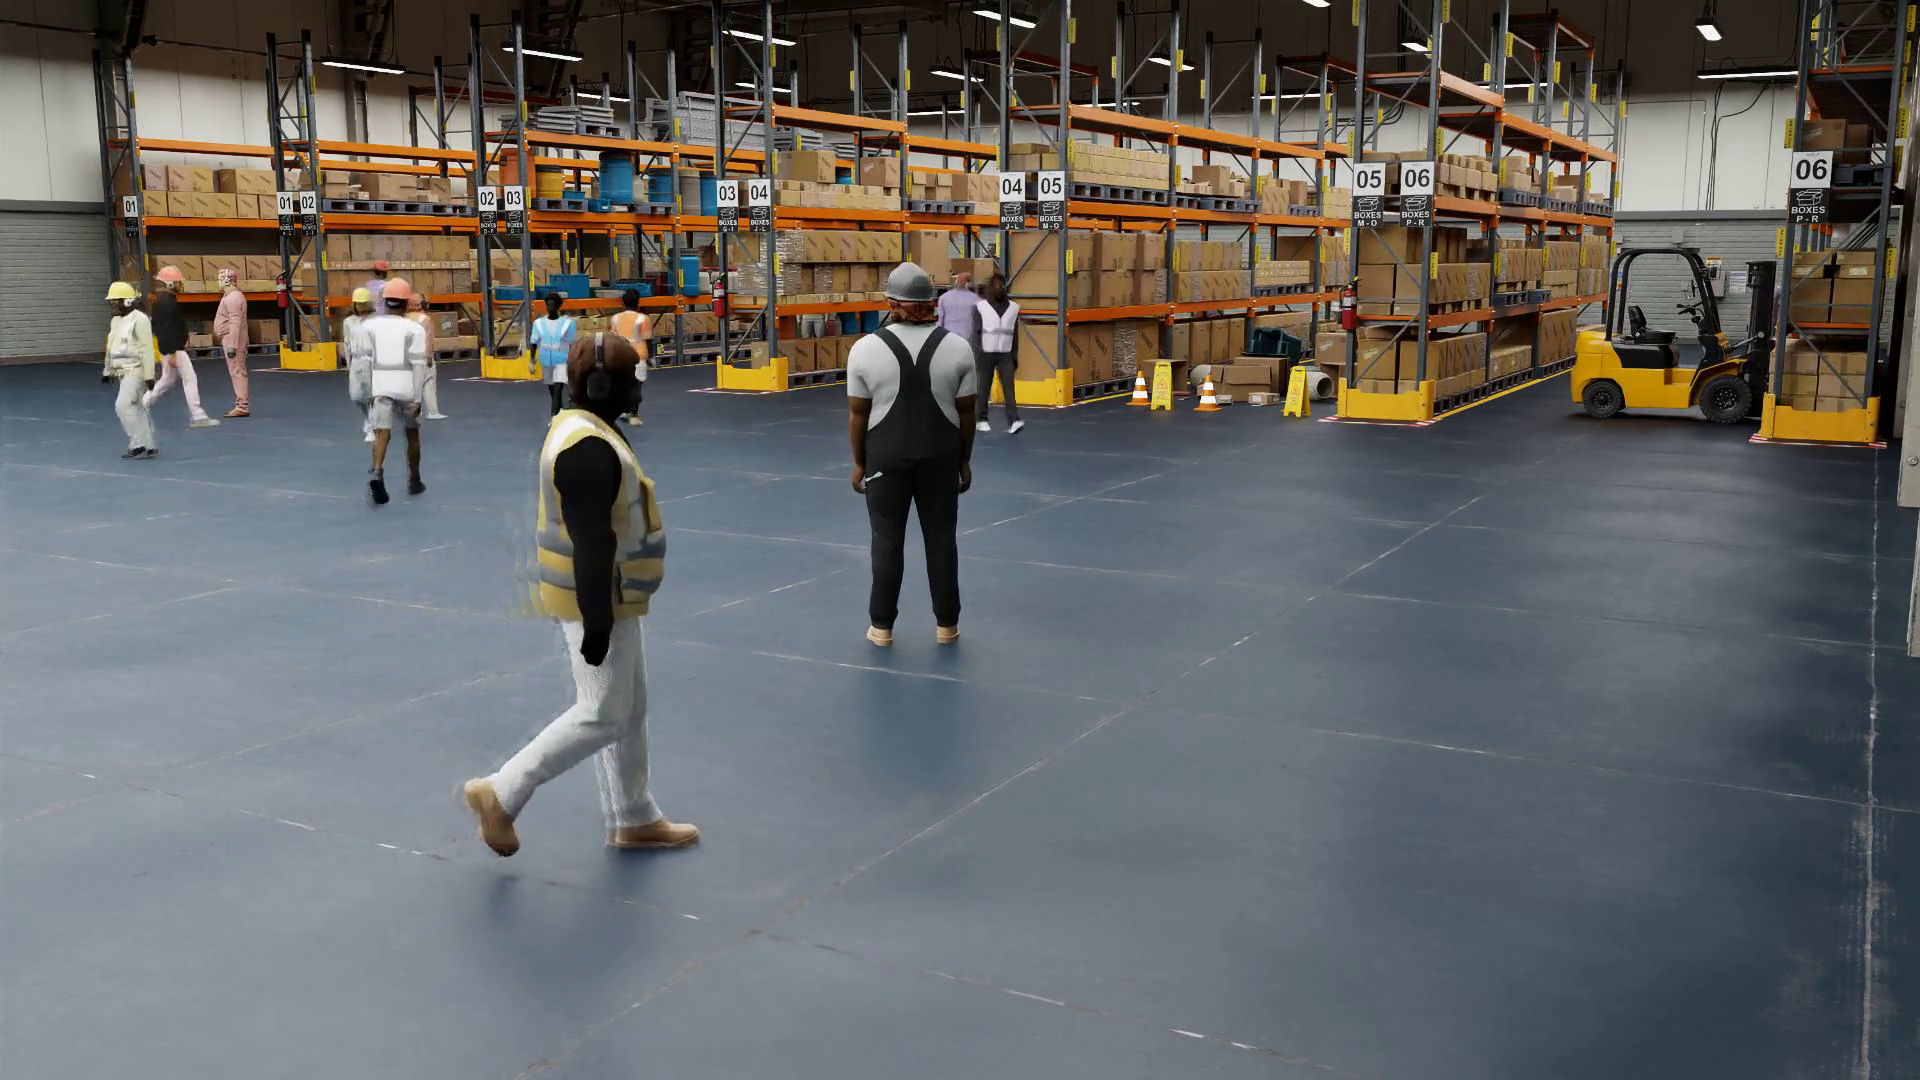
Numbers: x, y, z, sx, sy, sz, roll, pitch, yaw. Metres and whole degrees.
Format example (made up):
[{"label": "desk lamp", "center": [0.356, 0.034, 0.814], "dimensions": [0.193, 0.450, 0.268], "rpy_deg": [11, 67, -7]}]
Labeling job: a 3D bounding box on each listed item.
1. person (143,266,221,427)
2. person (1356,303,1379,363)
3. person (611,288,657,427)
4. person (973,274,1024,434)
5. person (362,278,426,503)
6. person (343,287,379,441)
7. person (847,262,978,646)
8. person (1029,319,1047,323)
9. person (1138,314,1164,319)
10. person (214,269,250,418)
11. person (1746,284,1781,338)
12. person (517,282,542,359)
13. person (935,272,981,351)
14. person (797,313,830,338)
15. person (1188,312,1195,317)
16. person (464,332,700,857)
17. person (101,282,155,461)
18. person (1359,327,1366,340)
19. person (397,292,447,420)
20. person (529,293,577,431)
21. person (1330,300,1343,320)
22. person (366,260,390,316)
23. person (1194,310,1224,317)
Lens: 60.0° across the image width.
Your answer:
[{"label": "person", "center": [-9.574, -2.332, 20.122], "dimensions": [0.949, 1.963, 0.624], "rpy_deg": [-6, 11, -30]}, {"label": "person", "center": [7.545, -4.093, 30.679], "dimensions": [0.555, 1.872, 1.033], "rpy_deg": [8, 13, 39]}, {"label": "person", "center": [-3.958, -2.212, 20.230], "dimensions": [0.543, 1.679, 0.377], "rpy_deg": [4, 11, 23]}, {"label": "person", "center": [0.440, -2.171, 19.470], "dimensions": [0.620, 1.861, 1.019], "rpy_deg": [-3, 10, -19]}, {"label": "person", "center": [-4.823, -1.280, 14.174], "dimensions": [0.542, 1.902, 0.925], "rpy_deg": [-1, 10, -3]}, {"label": "person", "center": [-6.684, -1.984, 18.774], "dimensions": [0.489, 1.726, 0.497], "rpy_deg": [0, 10, 1]}, {"label": "person", "center": [-0.264, -0.454, 8.899], "dimensions": [0.688, 2.000, 0.538], "rpy_deg": [-1, 10, -8]}, {"label": "person", "center": [1.437, -3.898, 29.803], "dimensions": [0.993, 1.795, 0.532], "rpy_deg": [-9, 13, -43]}, {"label": "person", "center": [3.565, -4.314, 31.672], "dimensions": [0.615, 1.988, 1.065], "rpy_deg": [6, 11, 32]}, {"label": "person", "center": [-9.404, -2.536, 21.481], "dimensions": [0.408, 1.906, 0.653], "rpy_deg": [-3, 10, -19]}, {"label": "person", "center": [13.926, -3.790, 28.791], "dimensions": [0.581, 1.918, 0.391], "rpy_deg": [5, 11, 27]}, {"label": "person", "center": [-8.257, -4.160, 31.835], "dimensions": [0.510, 1.622, 0.454], "rpy_deg": [4, 11, 23]}, {"label": "person", "center": [-0.027, -2.880, 23.665], "dimensions": [0.676, 1.853, 0.935], "rpy_deg": [1, 10, 4]}, {"label": "person", "center": [-2.599, -3.924, 29.556], "dimensions": [0.623, 1.931, 0.365], "rpy_deg": [0, 10, -1]}, {"label": "person", "center": [5.387, -5.283, 37.308], "dimensions": [0.623, 1.989, 0.400], "rpy_deg": [1, 10, 6]}, {"label": "person", "center": [-1.292, 0.209, 5.647], "dimensions": [0.709, 1.825, 0.640], "rpy_deg": [-2, 10, -12]}, {"label": "person", "center": [-8.481, -1.705, 16.883], "dimensions": [0.596, 1.809, 0.546], "rpy_deg": [9, 13, 43]}, {"label": "person", "center": [8.319, -4.626, 33.789], "dimensions": [0.561, 1.884, 0.980], "rpy_deg": [4, 10, 22]}, {"label": "person", "center": [-6.829, -2.322, 21.027], "dimensions": [0.527, 1.626, 0.533], "rpy_deg": [9, 13, 44]}, {"label": "person", "center": [-4.858, -2.131, 19.879], "dimensions": [0.546, 1.638, 0.923], "rpy_deg": [1, 10, 3]}, {"label": "person", "center": [8.703, -5.243, 38.169], "dimensions": [0.452, 1.625, 0.532], "rpy_deg": [-6, 12, -33]}, {"label": "person", "center": [-10.399, -3.996, 29.724], "dimensions": [0.617, 2.016, 0.870], "rpy_deg": [6, 11, 31]}, {"label": "person", "center": [4.975, -4.524, 33.210], "dimensions": [0.550, 1.886, 1.012], "rpy_deg": [6, 11, 30]}]
